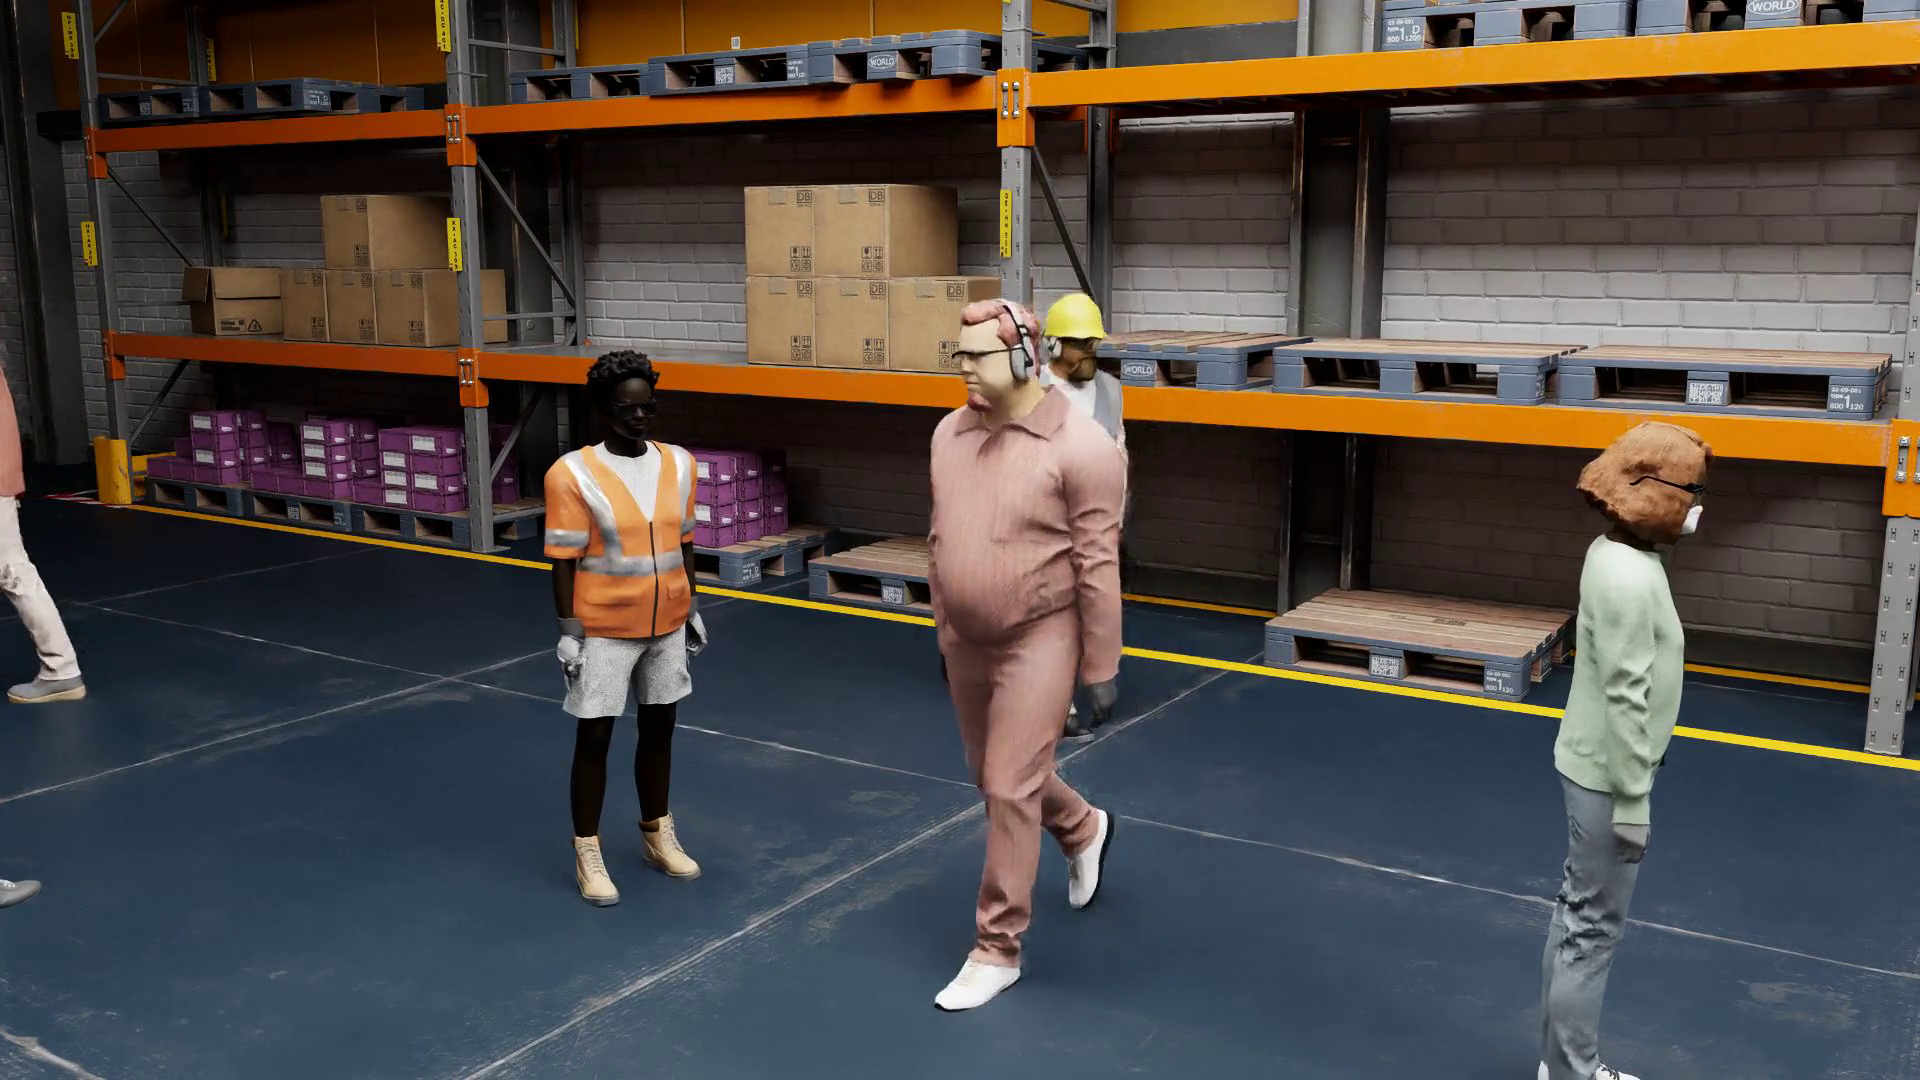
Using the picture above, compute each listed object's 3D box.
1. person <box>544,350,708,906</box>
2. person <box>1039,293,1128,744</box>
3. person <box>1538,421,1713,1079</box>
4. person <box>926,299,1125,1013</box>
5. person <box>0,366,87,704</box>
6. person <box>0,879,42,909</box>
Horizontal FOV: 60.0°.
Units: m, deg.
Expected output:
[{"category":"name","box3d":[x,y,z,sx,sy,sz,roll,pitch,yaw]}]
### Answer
[{"category":"person","box3d":[-1.017,0.262,5.132,0.540,1.695,0.317,-9,14,-42]},{"category":"person","box3d":[0.402,-0.107,6.850,0.601,1.815,0.605,-6,12,-29]},{"category":"person","box3d":[1.481,0.546,3.735,0.282,1.633,0.498,3,11,18]},{"category":"person","box3d":[0.196,0.271,4.608,0.645,1.877,0.854,9,14,42]},{"category":"person","box3d":[-4.317,-0.210,7.060,1.013,1.937,0.628,-4,11,-23]},{"category":"person","box3d":[-3.136,0.223,4.931,0.564,1.847,0.396,4,11,21]}]
